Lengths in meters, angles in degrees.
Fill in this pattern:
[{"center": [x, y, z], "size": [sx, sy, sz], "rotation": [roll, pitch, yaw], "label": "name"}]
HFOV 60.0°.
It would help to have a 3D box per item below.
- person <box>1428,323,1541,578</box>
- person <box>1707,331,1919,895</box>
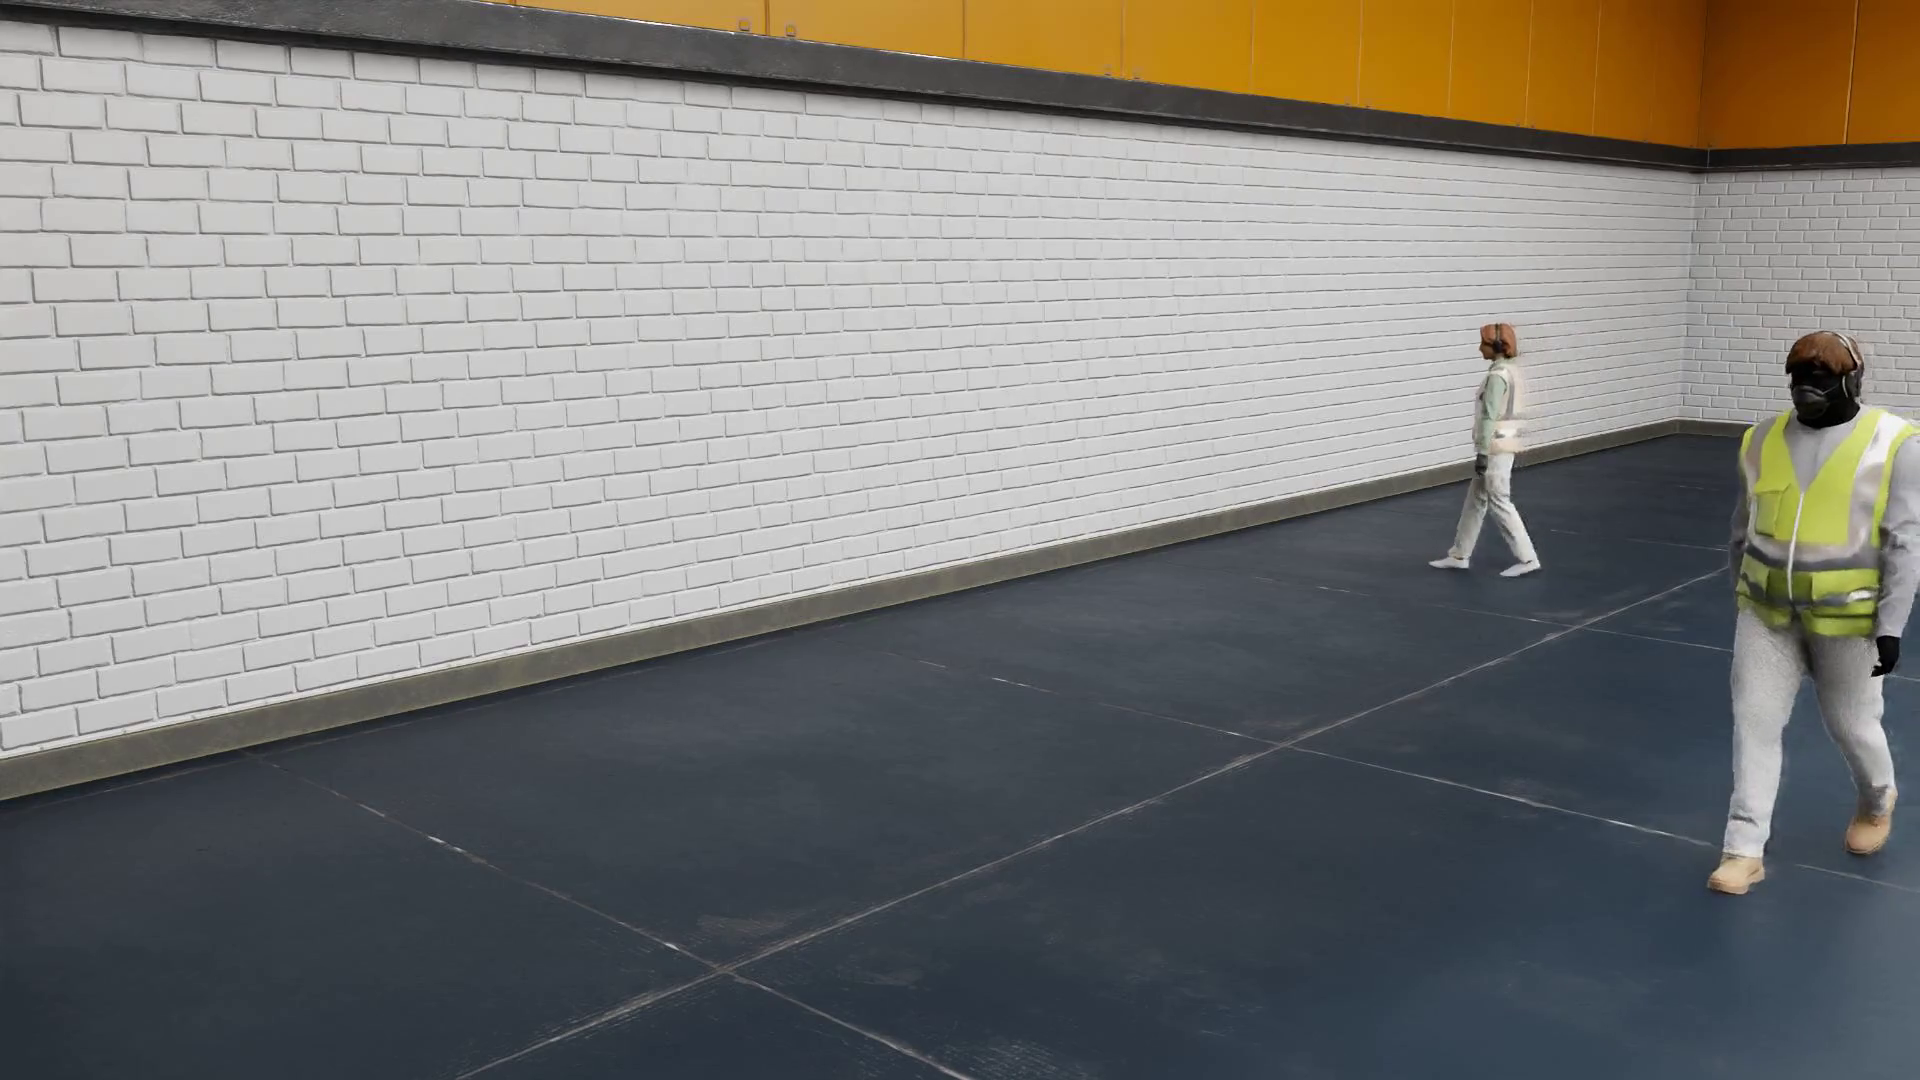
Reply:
[{"center": [3.373, -0.565, 10.517], "size": [0.702, 1.613, 0.533], "rotation": [4, 11, 24], "label": "person"}, {"center": [2.819, 0.224, 5.443], "size": [0.841, 1.820, 0.621], "rotation": [-9, 13, -42], "label": "person"}]
